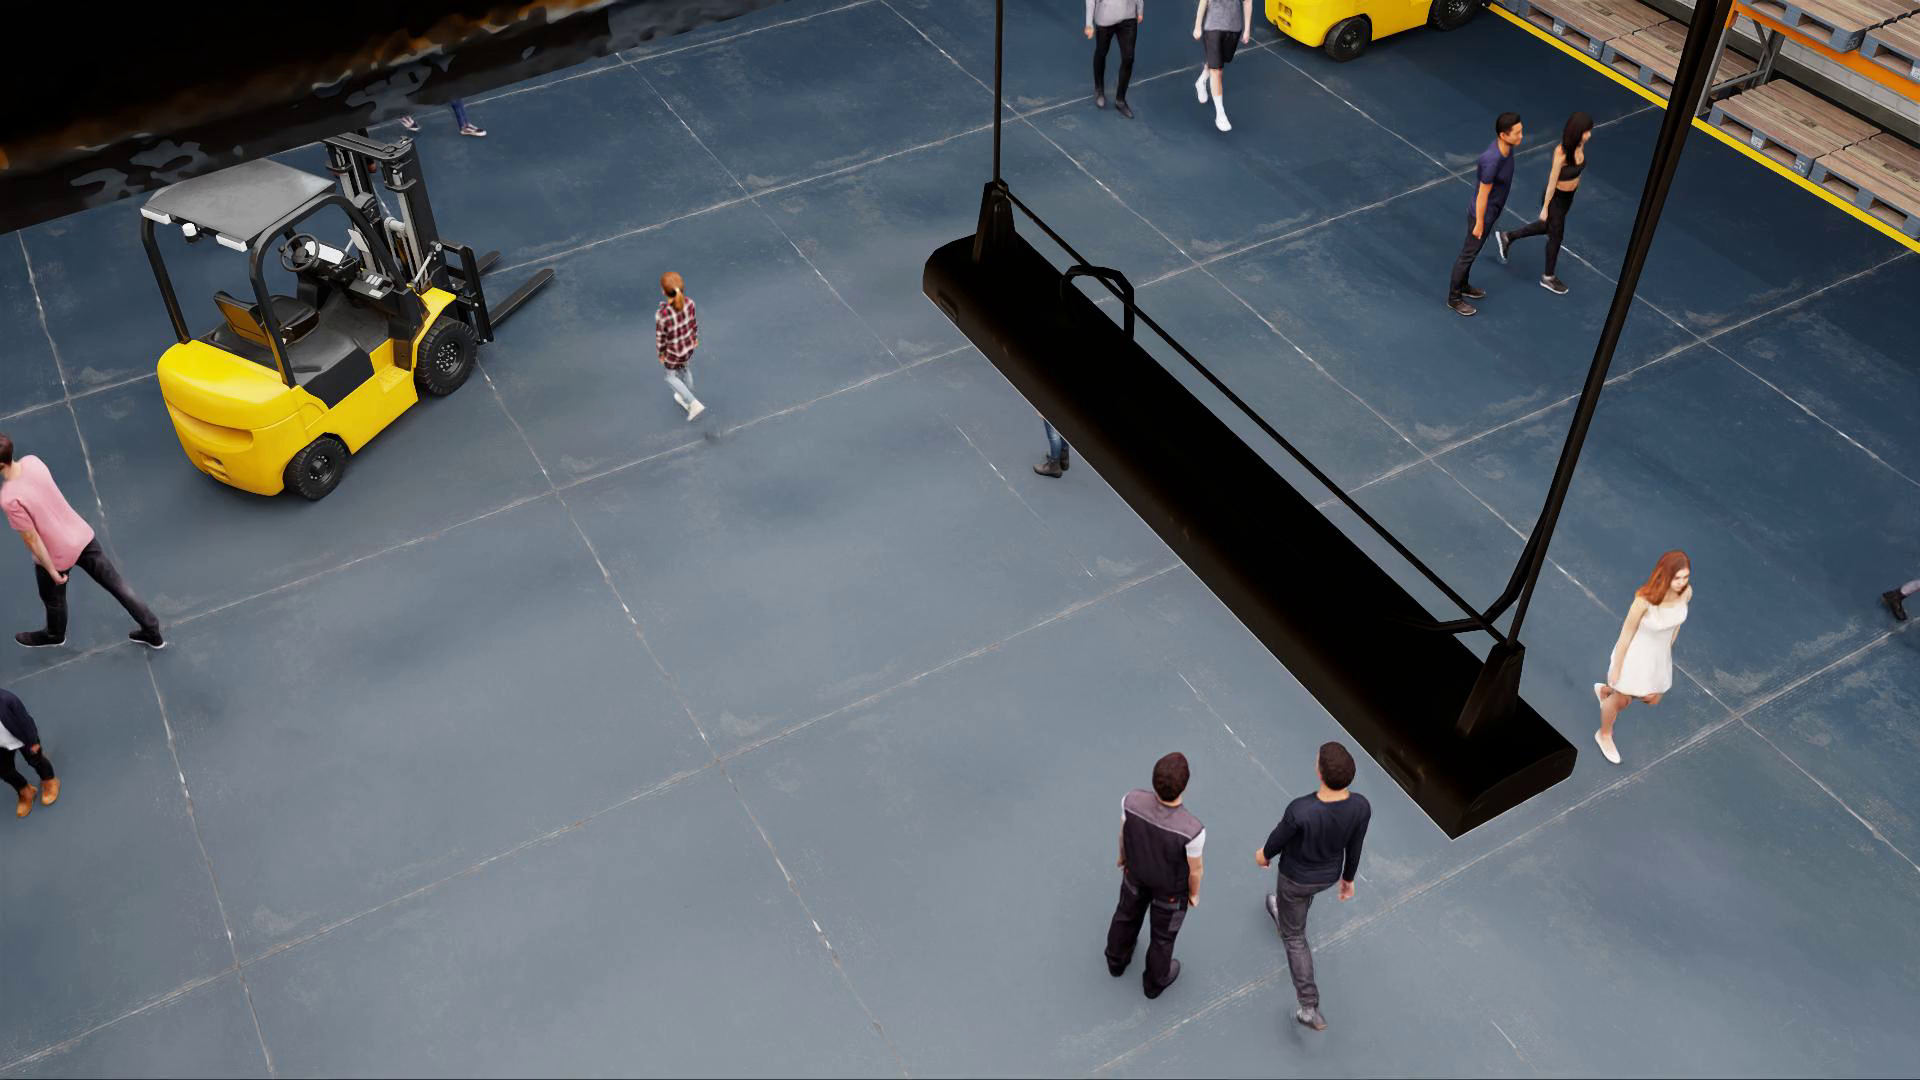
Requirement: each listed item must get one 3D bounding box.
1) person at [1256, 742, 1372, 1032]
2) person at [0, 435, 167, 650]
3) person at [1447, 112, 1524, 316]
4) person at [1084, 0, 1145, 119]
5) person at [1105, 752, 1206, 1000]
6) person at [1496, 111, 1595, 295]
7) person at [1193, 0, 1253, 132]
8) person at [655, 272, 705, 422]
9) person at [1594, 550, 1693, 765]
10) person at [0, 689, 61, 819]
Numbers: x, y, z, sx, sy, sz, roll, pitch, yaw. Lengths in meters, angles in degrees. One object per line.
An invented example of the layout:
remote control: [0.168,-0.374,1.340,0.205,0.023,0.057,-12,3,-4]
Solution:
person: [1.892,1.849,8.866,0.824,1.831,1.261,-11,45,-11]
person: [-5.660,0.070,10.678,1.182,1.908,1.211,6,44,6]
person: [4.311,-2.714,13.684,0.713,1.793,0.723,21,48,21]
person: [1.480,-5.125,16.138,0.934,1.898,1.014,-8,44,-8]
person: [1.052,1.799,8.910,0.677,1.843,0.801,26,50,25]
person: [4.957,-2.889,13.989,1.062,1.624,0.753,34,53,30]
person: [2.502,-4.993,16.046,0.892,1.834,1.284,-10,45,-10]
person: [-2.126,-1.457,12.726,0.751,1.295,0.633,34,53,30]
person: [4.150,0.643,10.227,0.689,1.701,0.800,-9,44,-10]
person: [-5.743,1.125,10.071,0.583,1.217,0.623,-6,44,-6]
